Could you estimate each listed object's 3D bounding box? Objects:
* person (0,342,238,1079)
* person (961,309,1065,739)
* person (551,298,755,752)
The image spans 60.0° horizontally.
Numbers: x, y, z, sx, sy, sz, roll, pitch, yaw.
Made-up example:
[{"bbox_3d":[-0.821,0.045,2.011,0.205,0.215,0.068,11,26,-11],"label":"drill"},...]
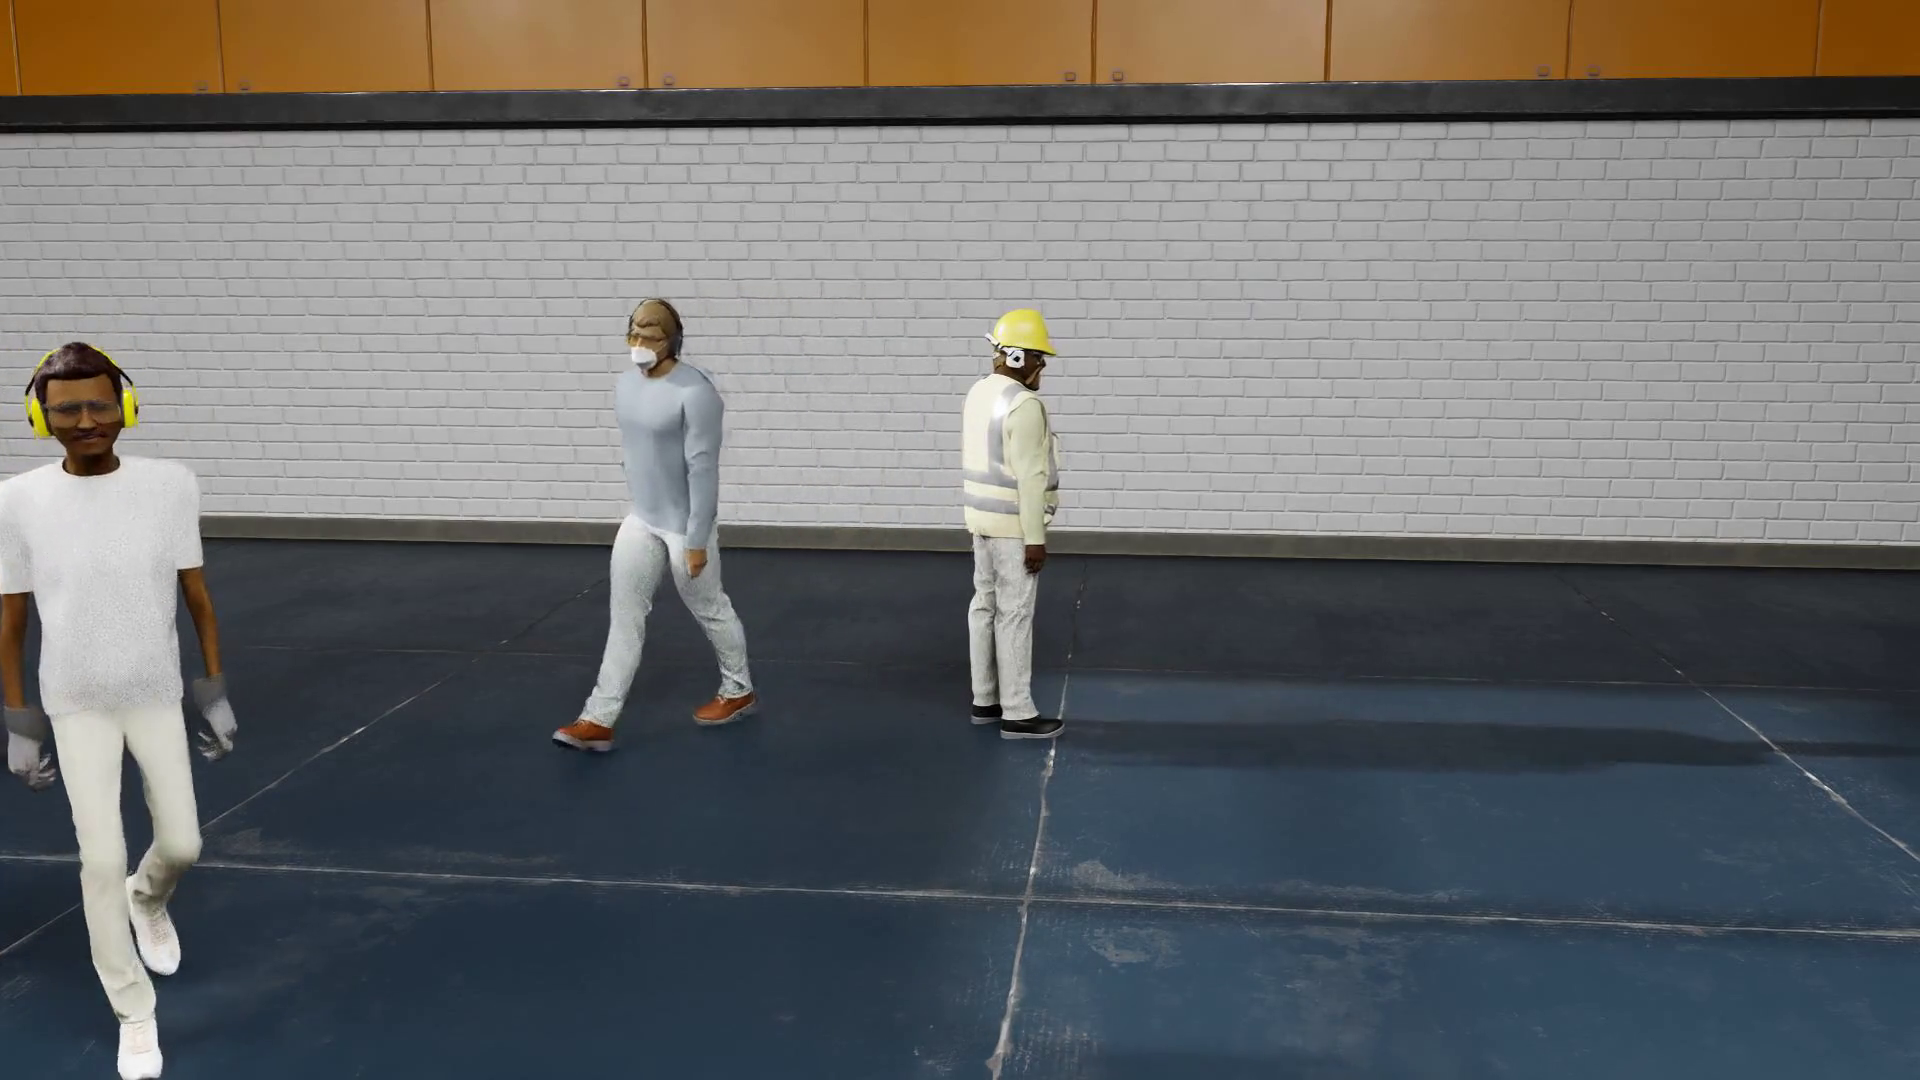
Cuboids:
[{"bbox_3d":[-2.182,0.407,4.304,0.534,1.856,0.624,-7,12,-34],"label":"person"},{"bbox_3d":[0.221,-0.069,7.129,0.404,1.823,0.591,-4,11,-24],"label":"person"},{"bbox_3d":[-1.226,-0.063,6.946,0.645,1.876,1.059,8,13,38],"label":"person"}]
